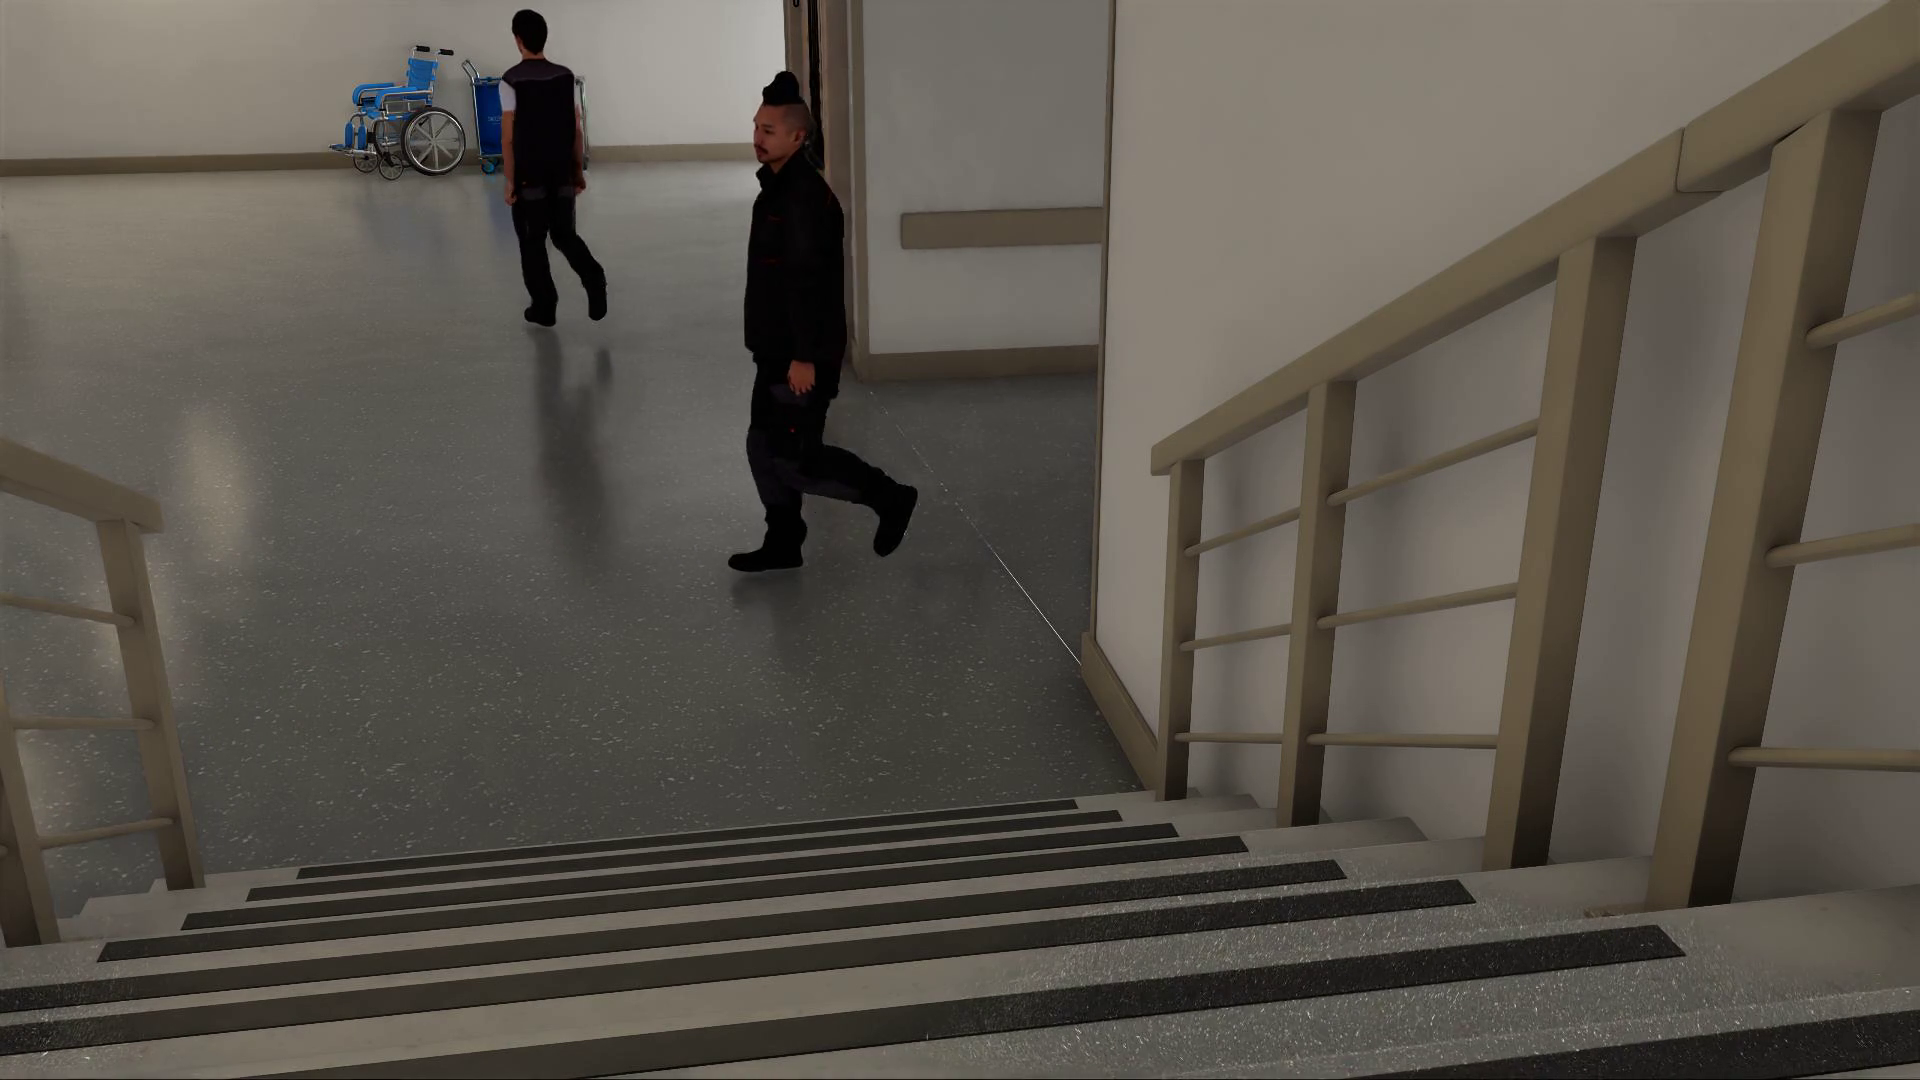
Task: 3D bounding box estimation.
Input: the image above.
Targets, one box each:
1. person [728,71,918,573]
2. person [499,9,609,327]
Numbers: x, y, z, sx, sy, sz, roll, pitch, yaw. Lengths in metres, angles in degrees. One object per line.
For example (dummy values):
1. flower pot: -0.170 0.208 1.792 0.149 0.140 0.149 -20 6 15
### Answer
1. person: -0.508 -0.739 6.047 0.914 1.850 0.944 -7 22 -17
2. person: -2.392 -2.122 9.724 0.945 1.831 1.075 -18 27 -39
